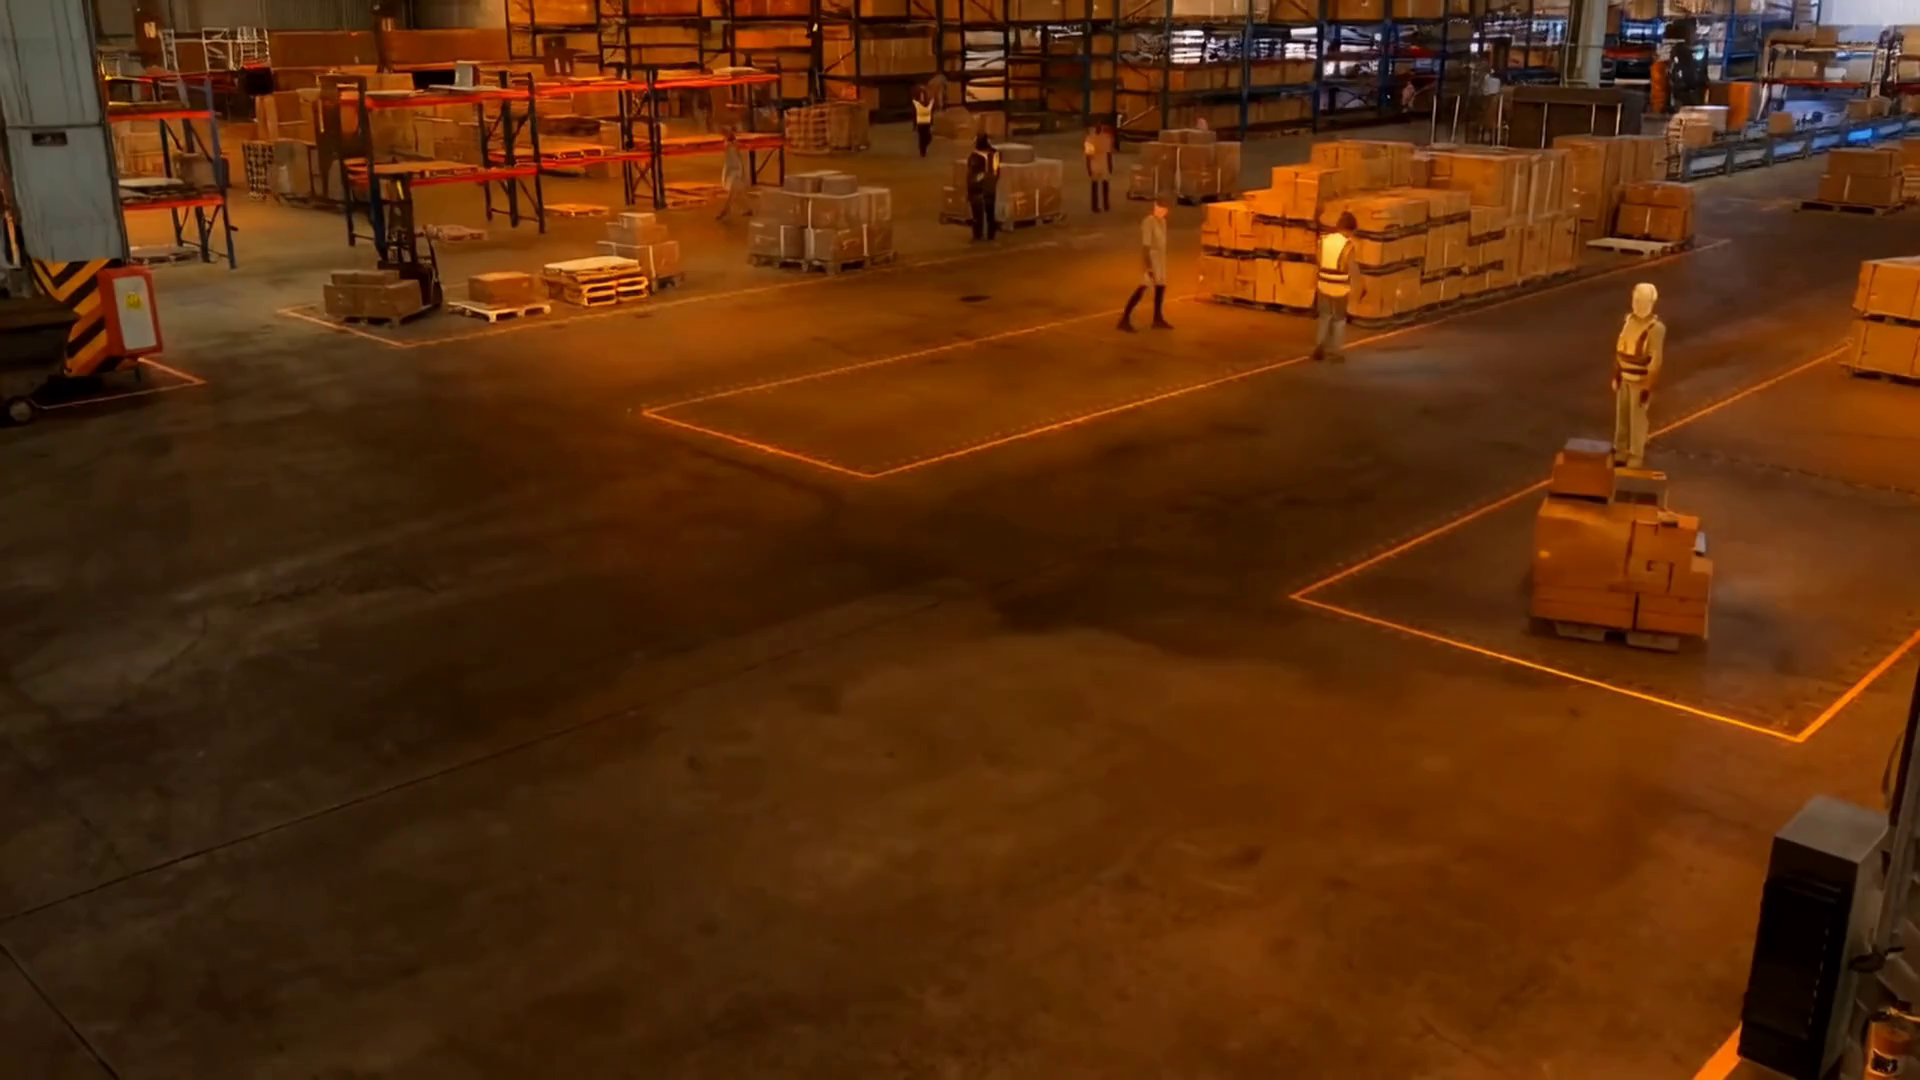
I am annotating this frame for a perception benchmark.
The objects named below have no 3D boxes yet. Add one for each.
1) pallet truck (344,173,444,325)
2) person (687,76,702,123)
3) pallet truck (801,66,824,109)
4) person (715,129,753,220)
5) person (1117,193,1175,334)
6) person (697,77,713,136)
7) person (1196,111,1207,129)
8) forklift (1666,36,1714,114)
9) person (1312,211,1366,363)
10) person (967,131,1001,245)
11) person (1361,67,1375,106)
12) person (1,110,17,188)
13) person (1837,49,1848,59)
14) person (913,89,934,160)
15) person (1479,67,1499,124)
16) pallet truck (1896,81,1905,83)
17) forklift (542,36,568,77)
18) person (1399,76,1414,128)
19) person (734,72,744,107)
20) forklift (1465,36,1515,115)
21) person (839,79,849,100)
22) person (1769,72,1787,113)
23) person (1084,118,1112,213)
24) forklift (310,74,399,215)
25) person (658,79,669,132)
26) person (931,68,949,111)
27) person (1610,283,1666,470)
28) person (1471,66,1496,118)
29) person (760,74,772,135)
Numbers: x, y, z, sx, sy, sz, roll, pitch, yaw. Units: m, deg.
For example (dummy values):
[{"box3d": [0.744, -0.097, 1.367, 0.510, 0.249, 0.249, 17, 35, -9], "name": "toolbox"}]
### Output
[{"box3d": [-8.209, -4.181, 23.757, 0.823, 1.965, 1.885, 3, 19, 9], "name": "pallet truck"}, {"box3d": [-9.296, -15.439, 58.288, 0.805, 1.604, 0.516, 15, 24, 39], "name": "person"}, {"box3d": [-4.812, -15.182, 56.903, 0.823, 1.965, 1.885, -9, 21, -26], "name": "pallet truck"}, {"box3d": [-4.656, -7.504, 34.064, 1.010, 1.820, 0.530, -17, 25, -42], "name": "person"}, {"box3d": [2.593, -3.776, 22.720, 0.566, 1.894, 0.767, 13, 22, 34], "name": "person"}, {"box3d": [-7.961, -13.419, 51.720, 0.393, 1.927, 0.645, -12, 22, -33], "name": "person"}, {"box3d": [6.146, -9.991, 41.882, 0.810, 1.608, 0.529, 7, 20, 19], "name": "person"}, {"box3d": [27.341, -17.291, 61.877, 1.129, 2.768, 1.873, 17, 25, 41], "name": "forklift"}, {"box3d": [4.751, -3.156, 20.796, 0.511, 1.915, 0.648, -13, 22, -34], "name": "person"}, {"box3d": [0.382, -6.474, 30.598, 0.689, 2.000, 0.539, -14, 23, -37], "name": "person"}, {"box3d": [15.211, -16.621, 61.630, 0.835, 1.731, 0.541, 13, 22, 34], "name": "person"}, {"box3d": [-21.432, -8.743, 37.622, 0.701, 1.917, 0.661, 14, 23, 36], "name": "person"}, {"box3d": [40.681, -21.828, 76.961, 0.632, 1.970, 0.439, 3, 19, 10], "name": "person"}, {"box3d": [-1.005, -11.431, 45.751, 0.616, 1.902, 0.454, -7, 19, -19], "name": "person"}, {"box3d": [18.386, -15.454, 57.872, 0.564, 1.904, 0.876, -4, 19, -13], "name": "person"}, {"box3d": [34.802, -16.331, 61.455, 0.653, 1.274, 1.630, 17, 25, 41], "name": "pallet truck"}, {"box3d": [-14.956, -17.205, 61.619, 1.873, 2.768, 1.129, 10, 21, 29], "name": "forklift"}, {"box3d": [15.121, -14.809, 56.244, 0.318, 1.698, 0.539, -7, 20, -19], "name": "person"}, {"box3d": [-7.320, -14.659, 55.445, 0.385, 1.930, 0.540, -5, 19, -15], "name": "person"}, {"box3d": [19.973, -17.201, 61.605, 1.873, 2.768, 1.129, 16, 24, 40], "name": "forklift"}, {"box3d": [-3.855, -14.587, 55.651, 0.861, 1.647, 0.550, -5, 19, -15], "name": "person"}, {"box3d": [25.570, -13.575, 51.990, 0.373, 2.043, 0.615, -7, 20, -21], "name": "person"}, {"box3d": [2.917, -7.876, 34.967, 0.631, 1.948, 0.462, -4, 19, -12], "name": "person"}, {"box3d": [-12.814, -8.326, 34.866, 1.873, 2.768, 1.129, 17, 25, 41], "name": "forklift"}, {"box3d": [-9.727, -14.191, 54.390, 0.319, 1.695, 0.532, 5, 19, 14], "name": "person"}, {"box3d": [-0.750, -15.372, 57.626, 0.637, 1.911, 0.881, 13, 22, 34], "name": "person"}, {"box3d": [6.452, -1.527, 15.939, 0.355, 1.884, 0.575, -4, 19, -13], "name": "person"}, {"box3d": [19.123, -16.318, 60.547, 0.993, 1.863, 0.657, 10, 21, 29], "name": "person"}, {"box3d": [-6.164, -13.646, 52.318, 0.583, 1.979, 0.621, 3, 19, 10], "name": "person"}]
